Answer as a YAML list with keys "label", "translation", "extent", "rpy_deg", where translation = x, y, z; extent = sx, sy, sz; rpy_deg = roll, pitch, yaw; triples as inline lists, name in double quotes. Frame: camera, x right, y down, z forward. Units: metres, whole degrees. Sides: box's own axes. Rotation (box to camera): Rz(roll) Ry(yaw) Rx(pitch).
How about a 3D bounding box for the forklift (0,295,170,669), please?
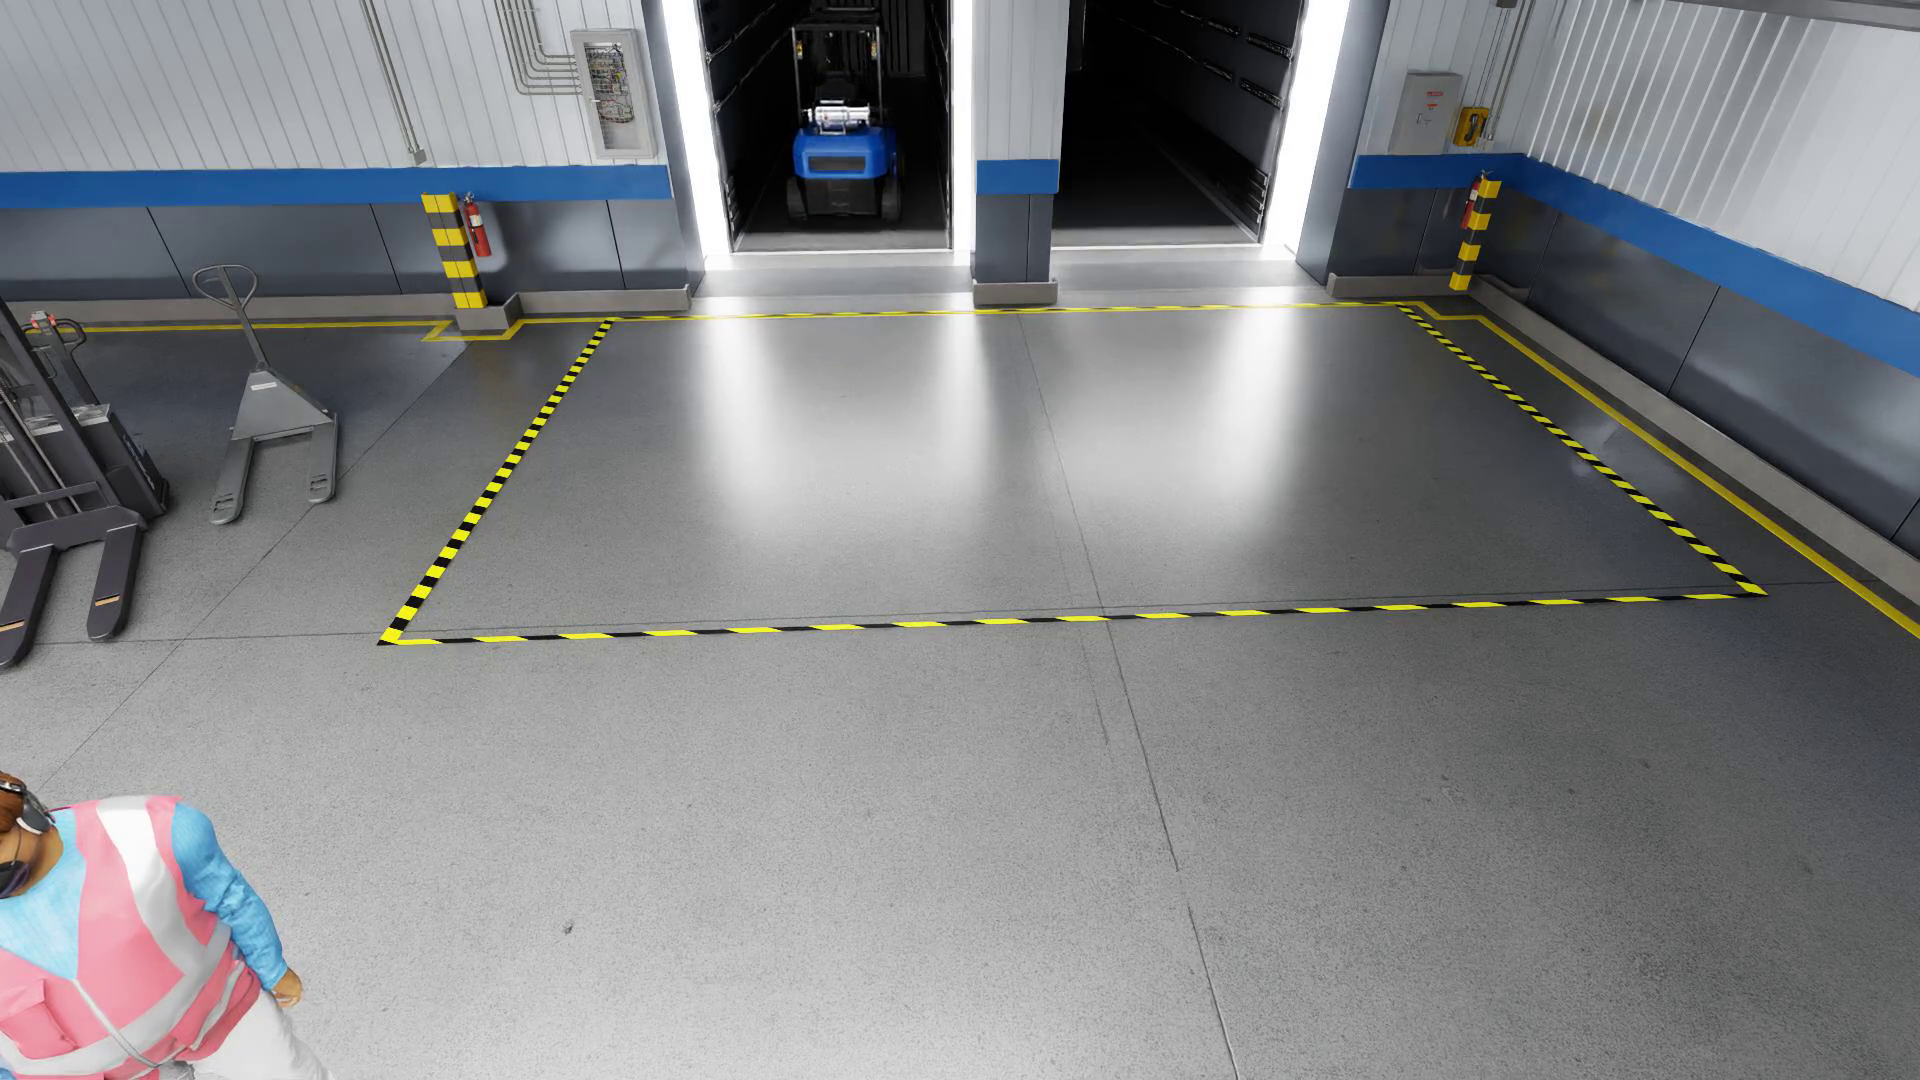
- label: "forklift"
  translation: [-5.212, -0.618, 4.878]
  extent: [0.823, 1.965, 1.885]
  rpy_deg: [-20, 39, -26]

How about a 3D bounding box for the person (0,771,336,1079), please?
- label: "person"
  translation: [-2.044, 1.246, 2.335]
  extent: [0.626, 1.844, 0.429]
  rpy_deg: [-29, 44, -35]

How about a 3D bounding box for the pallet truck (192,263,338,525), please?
- label: "pallet truck"
  translation: [-4.778, -1.027, 6.128]
  extent: [0.680, 1.201, 1.601]
  rpy_deg: [-17, 38, -23]

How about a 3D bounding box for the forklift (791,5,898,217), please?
- label: "forklift"
  translation: [-1.419, -5.404, 11.434]
  extent: [1.157, 2.036, 2.680]
  rpy_deg: [0, 35, 0]
